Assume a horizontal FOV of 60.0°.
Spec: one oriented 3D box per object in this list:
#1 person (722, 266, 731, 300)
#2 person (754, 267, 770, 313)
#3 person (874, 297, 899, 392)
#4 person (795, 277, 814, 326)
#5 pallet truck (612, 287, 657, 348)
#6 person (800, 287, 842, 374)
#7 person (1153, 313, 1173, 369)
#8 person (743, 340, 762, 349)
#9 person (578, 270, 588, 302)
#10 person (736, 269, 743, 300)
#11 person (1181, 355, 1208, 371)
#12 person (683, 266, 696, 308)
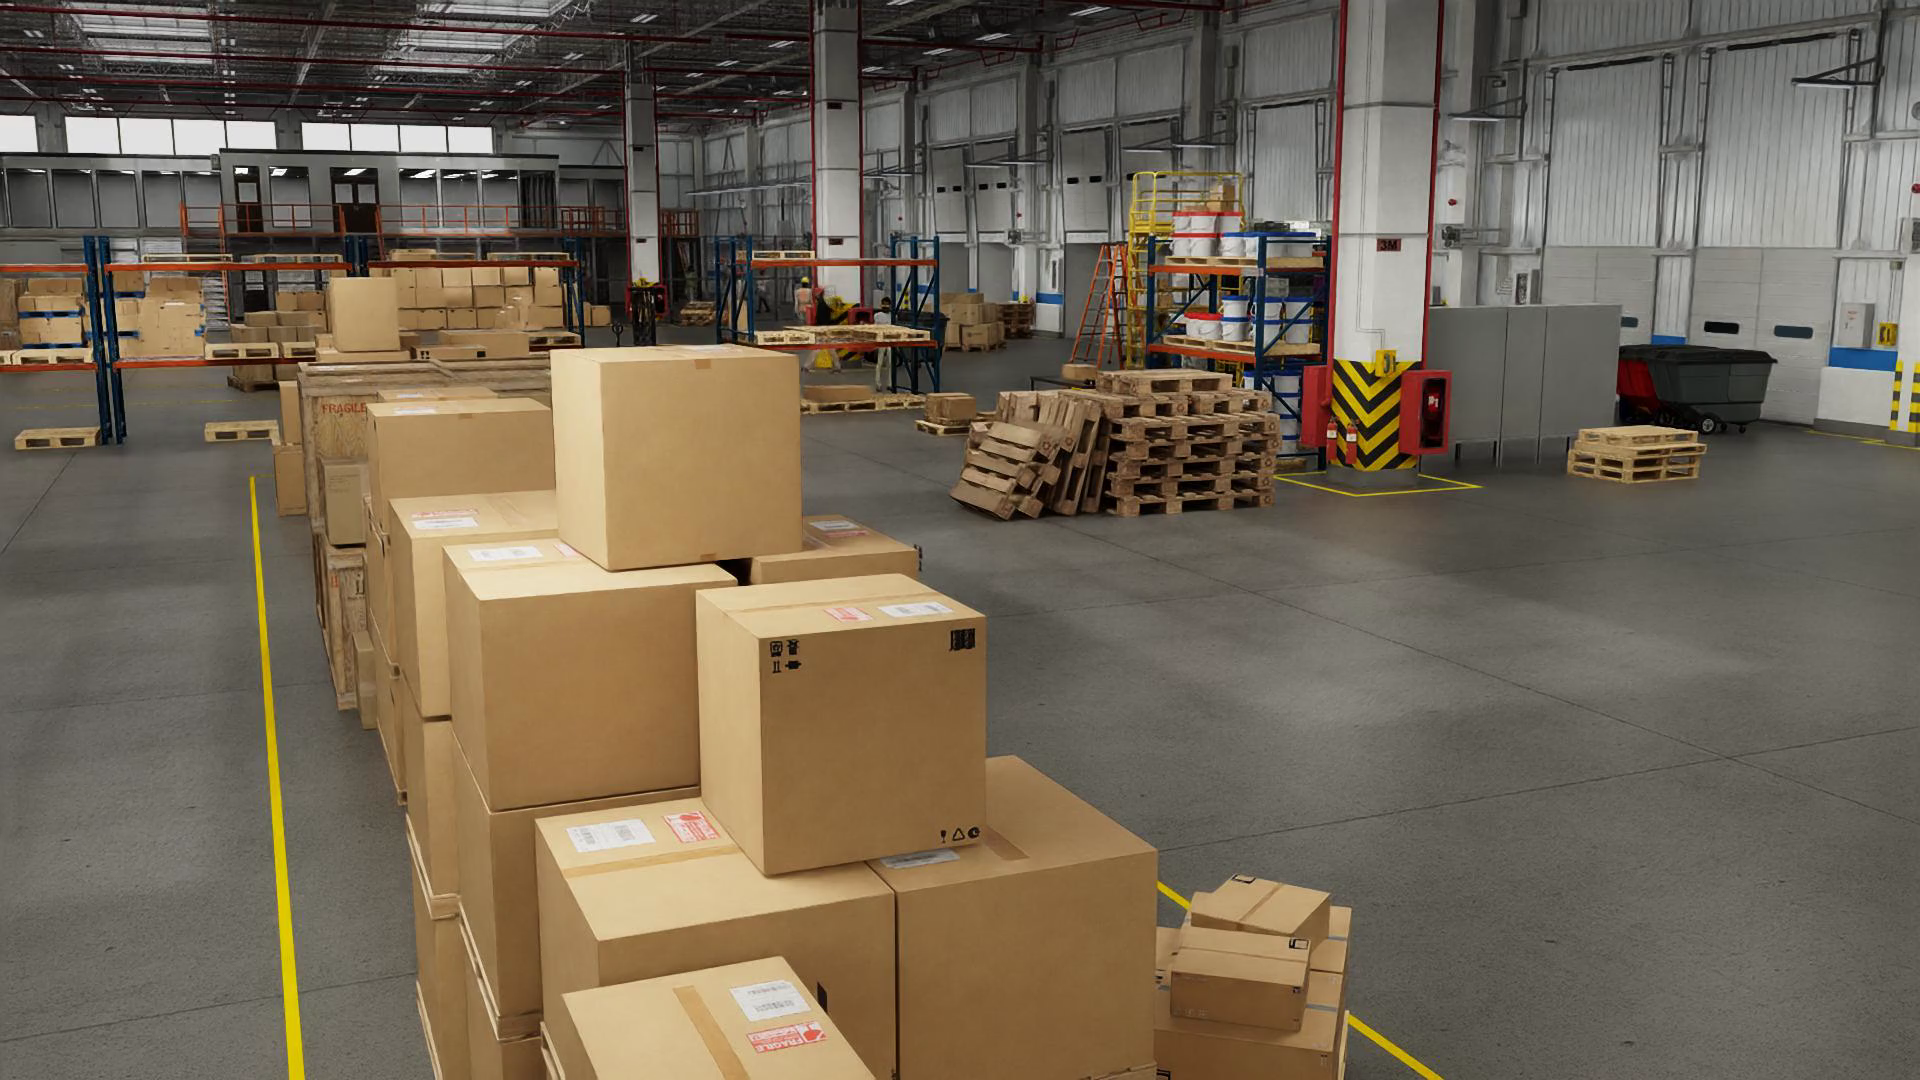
[{"bbox_3d":[-10.834,-12.096,78.020,0.644,1.905,0.937,-3,11,-14],"label":"person"},{"bbox_3d":[-7.954,-10.088,67.014,0.554,1.903,0.951,8,13,39],"label":"person"},{"bbox_3d":[-1.443,-3.831,32.608,0.514,1.864,0.332,-4,11,-21],"label":"person"},{"bbox_3d":[-4.479,-6.647,48.040,0.595,1.903,0.861,1,10,3],"label":"person"},{"bbox_3d":[-6.464,-4.406,35.401,0.823,1.965,1.885,6,12,32],"label":"pallet truck"},{"bbox_3d":[-3.095,-4.615,36.771,1.037,1.913,0.666,-1,10,-5],"label":"person"},{"bbox_3d":[3.305,-2.821,27.265,0.956,1.789,0.540,6,12,30],"label":"person"},{"bbox_3d":[-2.177,-1.127,17.497,0.629,1.940,0.376,-4,11,-21],"label":"person"},{"bbox_3d":[-15.345,-10.062,67.319,0.803,1.723,0.533,6,12,30],"label":"person"},{"bbox_3d":[-7.469,-8.112,55.884,0.480,1.974,0.635,-7,12,-32],"label":"person"},{"bbox_3d":[3.705,-2.589,26.107,0.487,1.737,0.320,-4,11,-21],"label":"person"},{"bbox_3d":[-11.649,-10.903,71.688,0.631,1.831,0.445,6,12,28],"label":"person"}]
